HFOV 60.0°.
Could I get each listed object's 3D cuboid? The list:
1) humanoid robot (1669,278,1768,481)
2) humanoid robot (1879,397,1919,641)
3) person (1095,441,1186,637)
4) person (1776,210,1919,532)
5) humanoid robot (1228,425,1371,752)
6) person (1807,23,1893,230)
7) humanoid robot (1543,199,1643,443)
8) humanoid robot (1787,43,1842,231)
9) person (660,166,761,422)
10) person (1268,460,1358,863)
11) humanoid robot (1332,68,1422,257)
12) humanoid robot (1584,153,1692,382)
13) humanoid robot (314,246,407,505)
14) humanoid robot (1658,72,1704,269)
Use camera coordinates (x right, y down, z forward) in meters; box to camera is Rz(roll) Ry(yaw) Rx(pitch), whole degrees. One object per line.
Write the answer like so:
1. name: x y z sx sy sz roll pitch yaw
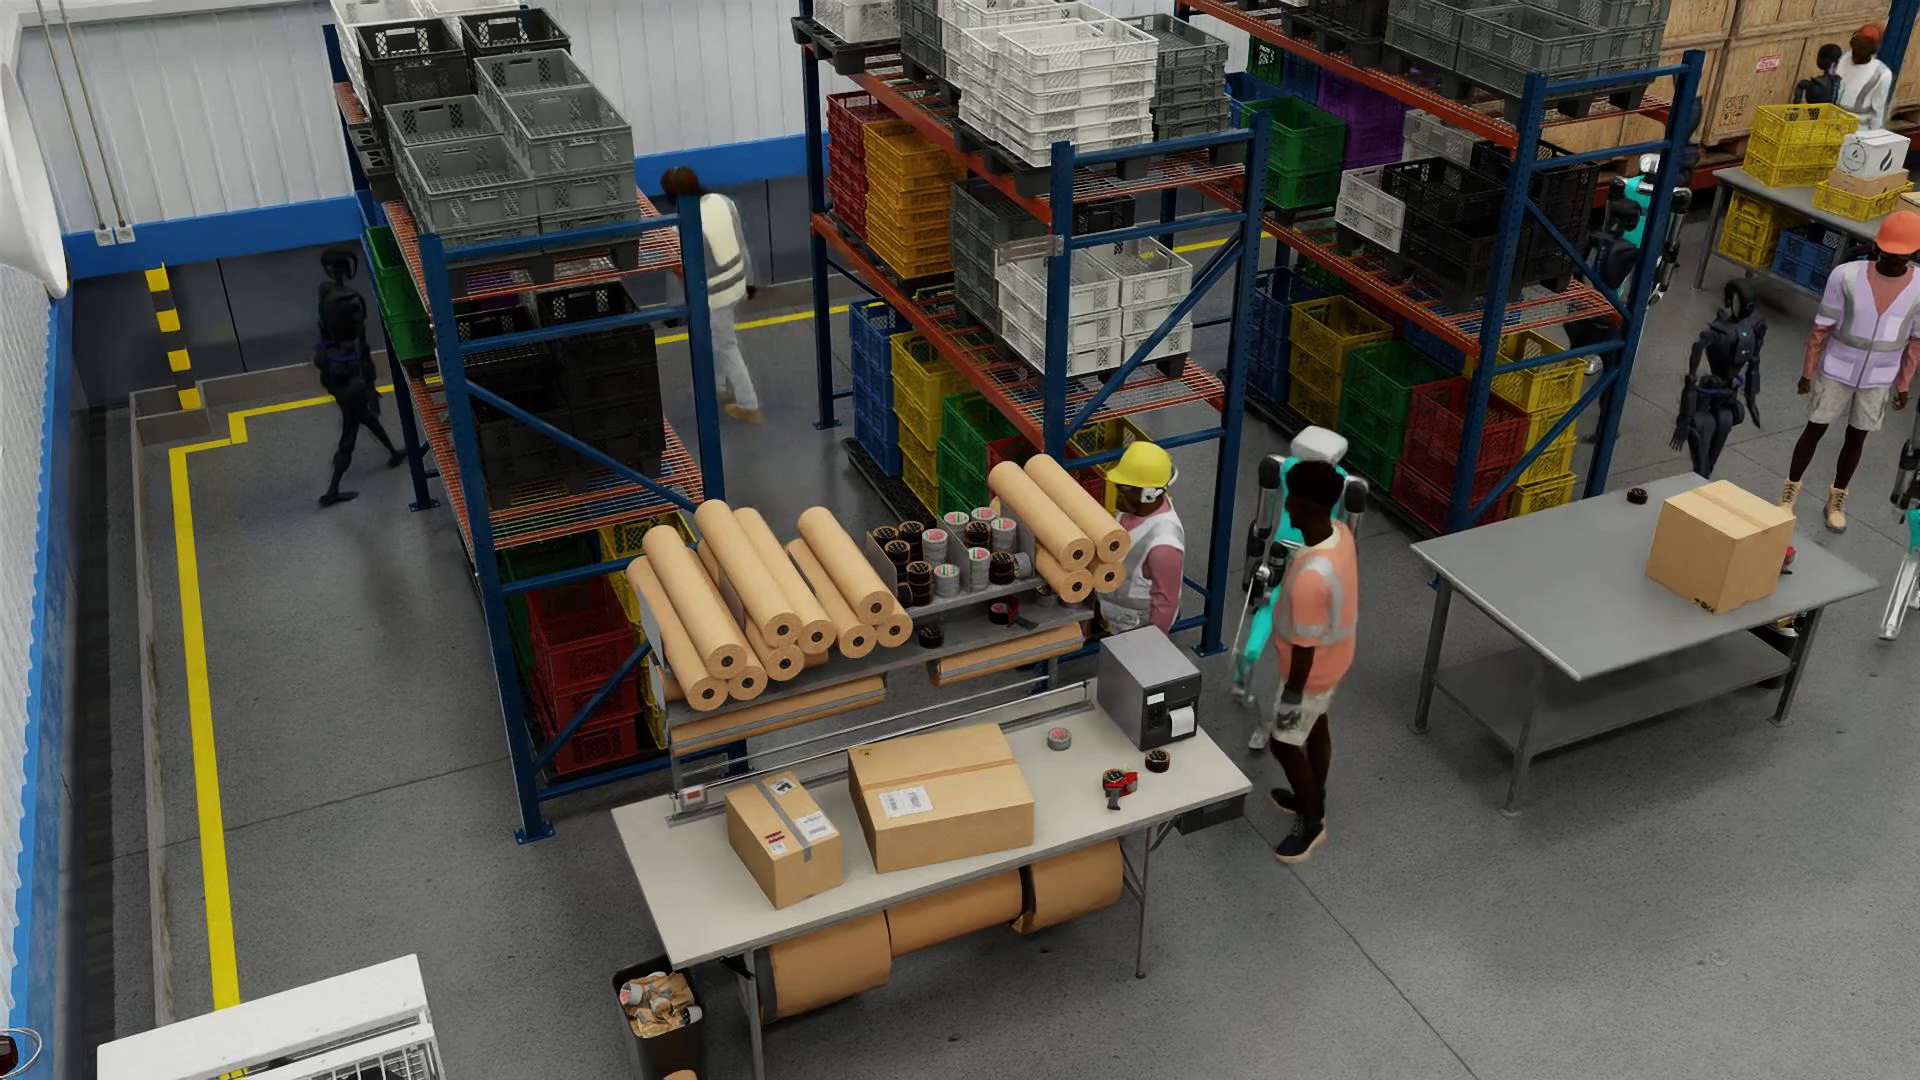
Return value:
1. humanoid robot: 4.543 -0.761 9.875 0.610 1.645 0.511 -12 34 -19
2. humanoid robot: 5.344 -0.266 9.000 0.539 1.738 1.004 19 37 28
3. person: 0.835 0.346 7.914 0.404 1.834 0.586 -5 32 -7
4. person: 5.335 -0.983 9.877 0.610 2.041 0.392 12 34 19
5. humanoid robot: 1.543 0.389 7.988 0.549 1.840 0.730 16 35 24
6. person: 7.551 -3.498 14.138 0.639 1.852 0.598 -18 36 -27
7. humanoid robot: 4.204 -1.455 10.994 0.404 1.639 0.592 -18 36 -27
8. humanoid robot: 7.246 -3.348 14.081 0.590 1.637 0.451 -7 32 -11
9. person: -1.700 -1.640 11.184 0.739 1.790 0.650 14 34 21
10. person: 1.565 0.548 7.483 0.448 1.949 0.647 13 34 20
11. humanoid robot: 3.228 -2.793 13.214 0.716 1.902 0.543 2 32 3
12. humanoid robot: 4.727 -1.937 11.587 0.533 1.677 0.735 18 36 26
13. humanoid robot: -3.812 -1.058 10.393 0.802 1.612 0.612 -28 41 -37
14. humanoid robot: 5.848 -3.021 13.534 0.414 1.635 0.613 17 35 25
